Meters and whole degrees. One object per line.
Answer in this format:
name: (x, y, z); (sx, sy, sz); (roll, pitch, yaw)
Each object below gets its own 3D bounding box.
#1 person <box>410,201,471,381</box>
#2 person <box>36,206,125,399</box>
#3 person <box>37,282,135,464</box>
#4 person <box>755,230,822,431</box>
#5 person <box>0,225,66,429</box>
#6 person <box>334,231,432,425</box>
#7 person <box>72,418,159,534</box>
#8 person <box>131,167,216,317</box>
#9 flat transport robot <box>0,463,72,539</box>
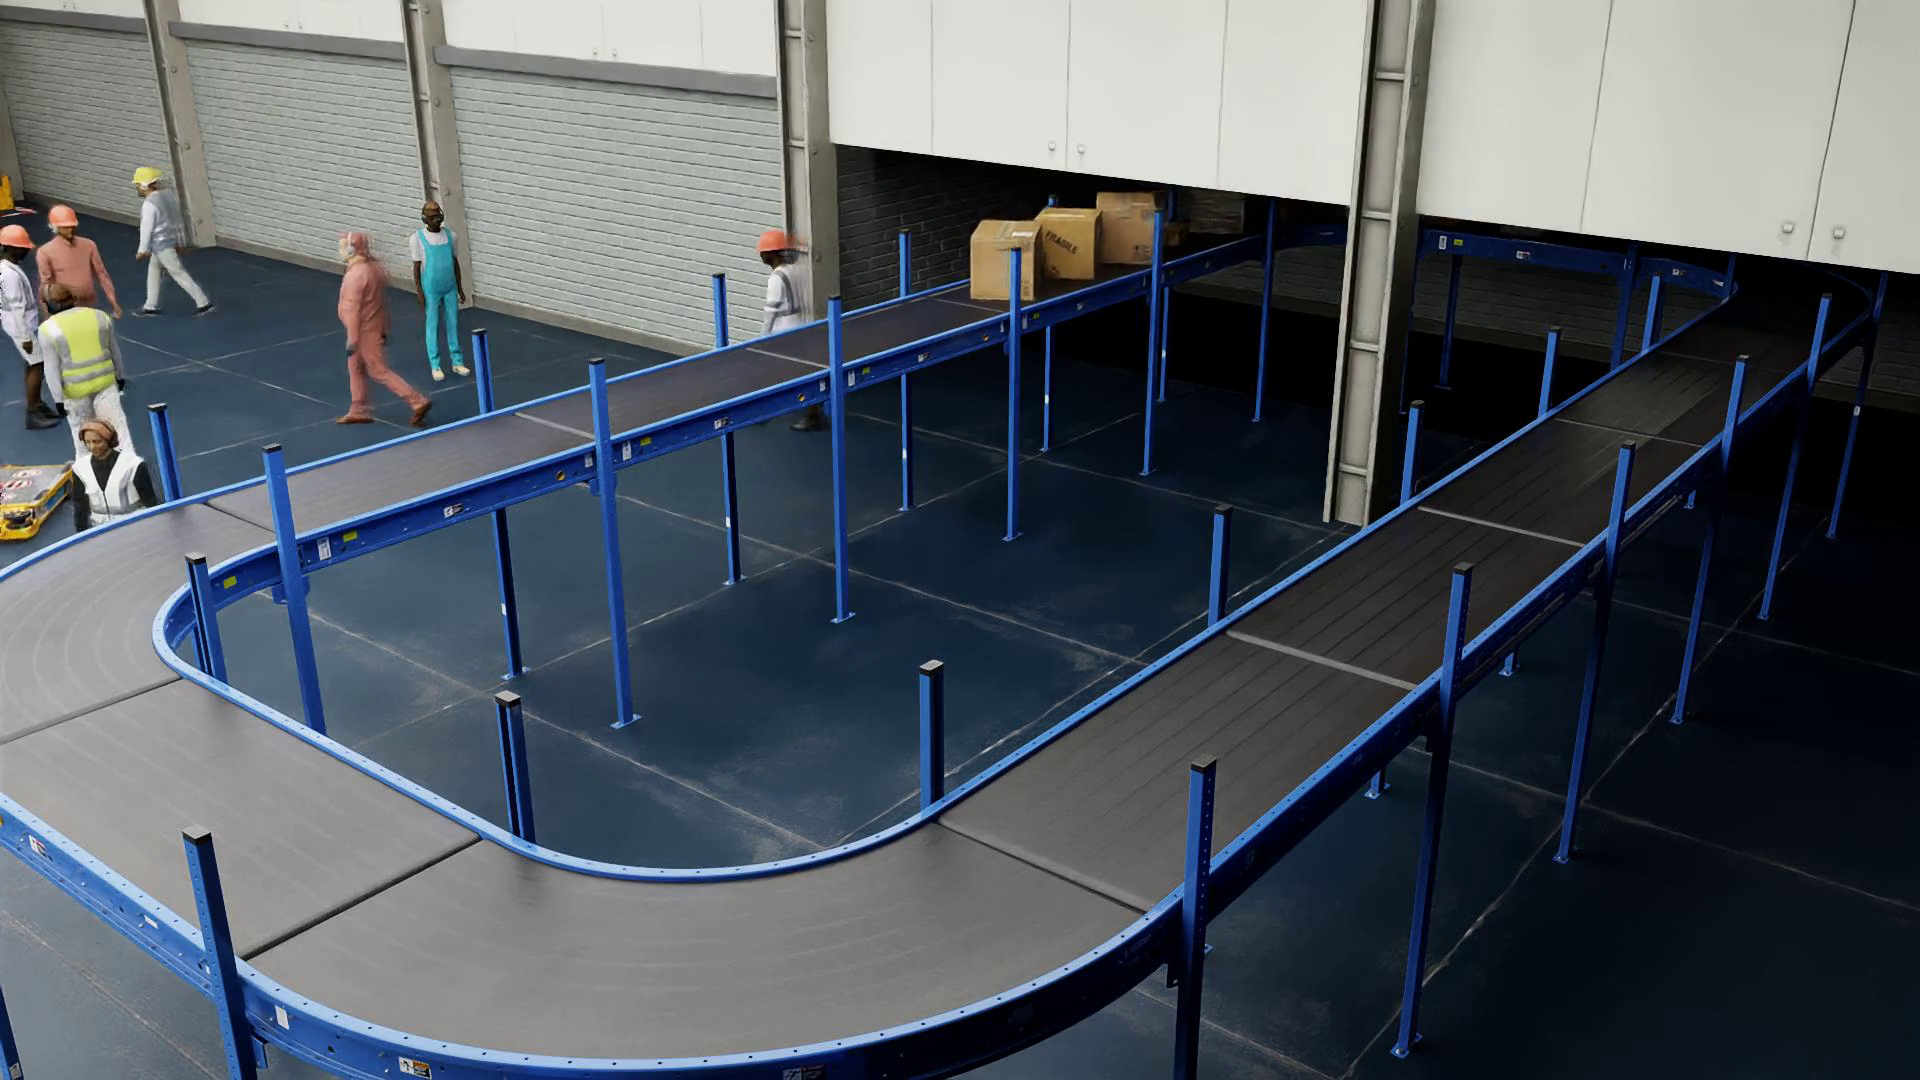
person: (-5.386, -2.588, 17.246); (0.506, 1.846, 0.345); (-18, 28, -38)
person: (-8.609, -2.310, 16.403); (0.982, 1.950, 0.616); (11, 24, 26)
person: (-7.372, -1.305, 14.055); (0.926, 1.803, 0.682); (17, 27, 37)
person: (-1.747, -1.938, 15.522); (0.947, 1.888, 0.564); (2, 22, 6)
person: (-8.801, -2.013, 15.681); (0.396, 1.927, 0.561); (-13, 25, -29)
person: (-5.524, -1.972, 15.649); (0.903, 1.876, 0.638); (-3, 22, -8)
person: (-5.573, 0.012, 10.948); (0.535, 1.612, 0.733); (2, 22, 6)
person: (-9.398, -3.506, 19.672); (0.961, 1.786, 0.587); (-5, 22, -12)
flat transport robot: (-7.754, -0.337, 13.643); (0.652, 0.197, 1.431); (-4, 22, -9)
